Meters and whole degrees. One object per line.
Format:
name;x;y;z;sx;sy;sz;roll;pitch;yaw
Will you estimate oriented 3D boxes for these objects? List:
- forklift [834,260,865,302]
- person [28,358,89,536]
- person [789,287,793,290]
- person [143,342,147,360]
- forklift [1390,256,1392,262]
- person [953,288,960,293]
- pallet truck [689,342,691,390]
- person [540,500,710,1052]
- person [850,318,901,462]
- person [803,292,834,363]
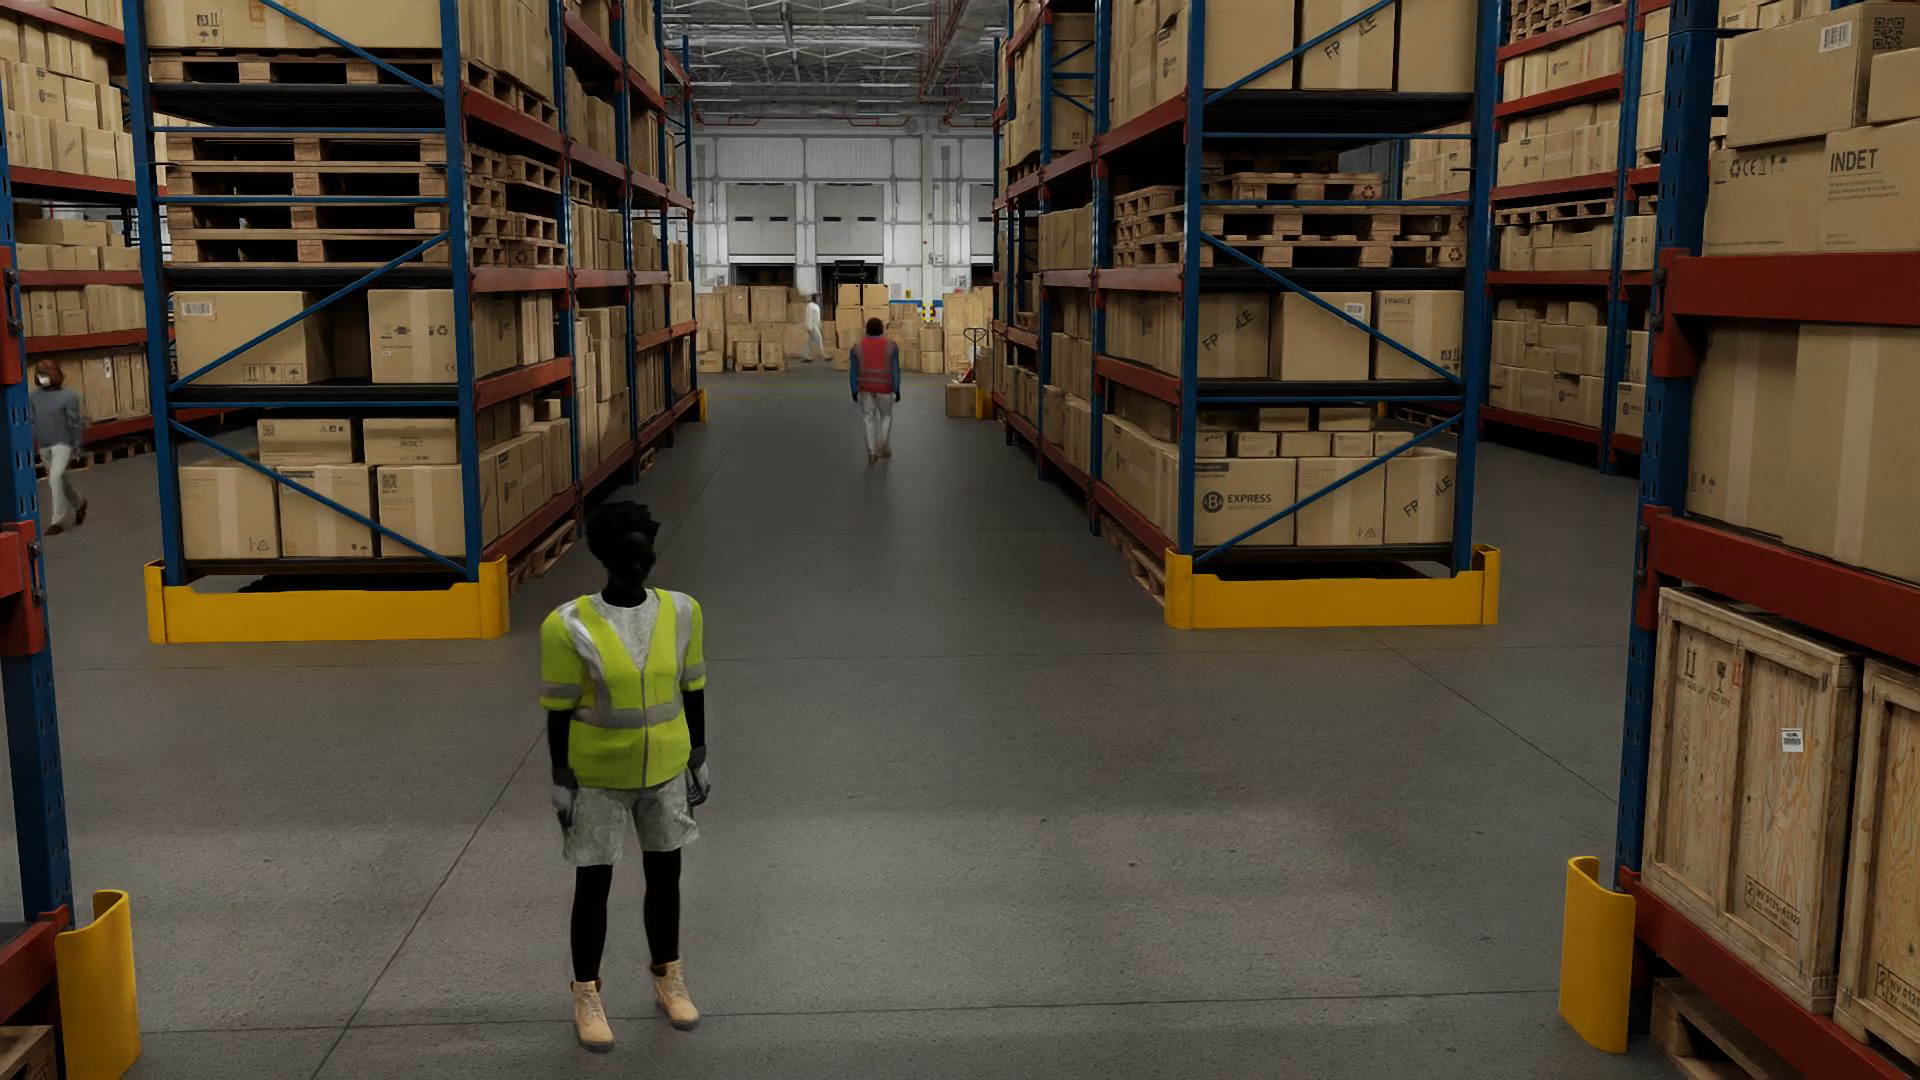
forklift;-3.397;-7.253;51.371;1.129;2.768;1.873;-1;9;-4
person;-8.285;-0.873;15.304;0.510;1.616;0.736;1;9;8
person;-5.969;-7.930;58.581;0.553;1.934;0.355;-4;10;-25
person;-21.927;-5.691;44.805;0.507;1.847;0.345;4;10;24
forklift;10.311;-5.611;41.062;1.873;2.768;1.129;-1;9;-4
person;-0.084;-7.416;55.412;0.424;1.920;0.558;3;9;17
pallet truck;-5.225;-3.008;27.480;1.885;1.965;0.823;2;9;14
person;-1.017;0.711;5.102;0.537;1.690;0.320;-6;11;-32
person;-1.069;-1.923;21.236;0.661;1.811;0.833;0;9;2
person;-3.782;-5.654;44.421;0.985;1.888;0.655;1;9;8
